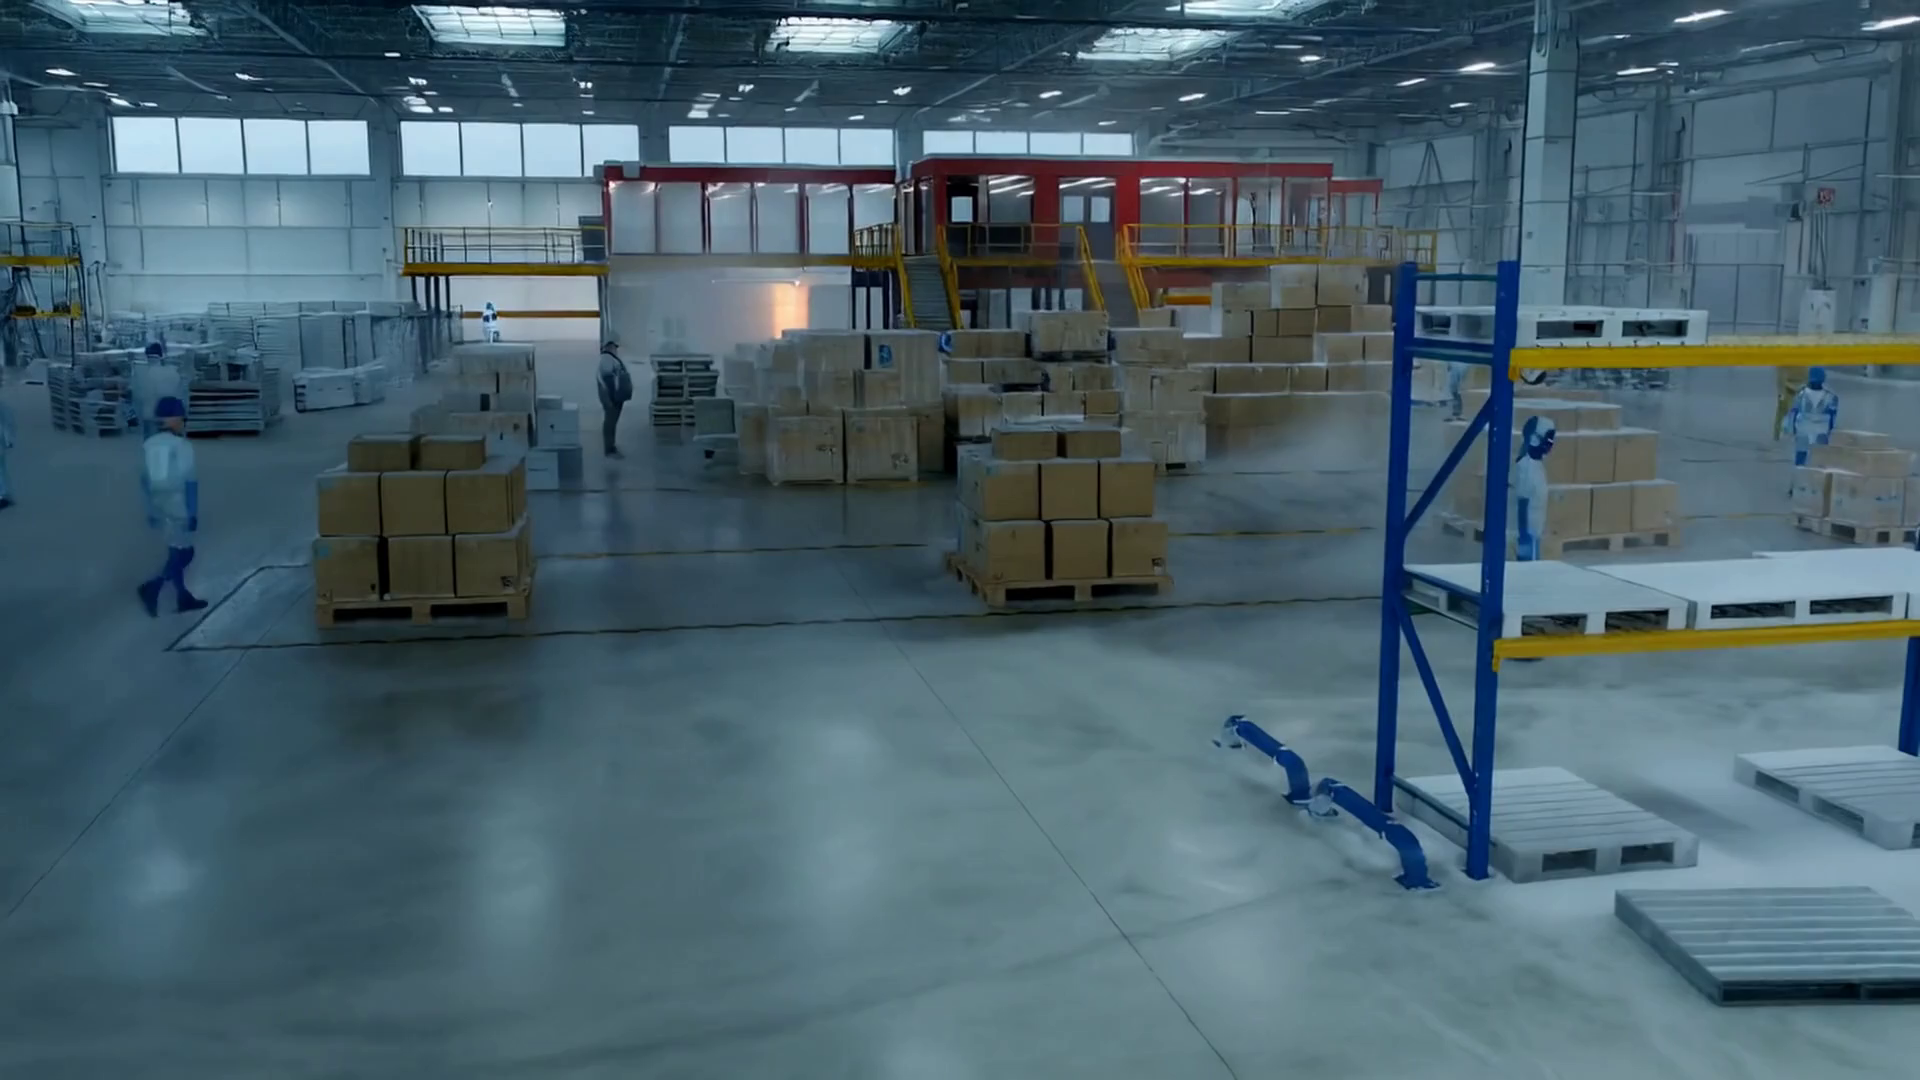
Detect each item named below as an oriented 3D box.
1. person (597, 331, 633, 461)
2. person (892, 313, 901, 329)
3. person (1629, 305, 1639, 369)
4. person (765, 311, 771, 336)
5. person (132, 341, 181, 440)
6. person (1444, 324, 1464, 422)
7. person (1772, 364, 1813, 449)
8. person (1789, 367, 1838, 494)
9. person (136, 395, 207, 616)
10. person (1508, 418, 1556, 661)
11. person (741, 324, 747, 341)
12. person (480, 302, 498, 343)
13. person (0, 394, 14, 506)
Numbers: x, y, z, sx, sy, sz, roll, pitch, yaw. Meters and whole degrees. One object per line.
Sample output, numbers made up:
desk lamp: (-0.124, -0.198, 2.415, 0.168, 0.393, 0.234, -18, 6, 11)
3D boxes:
person: (-5.379, -2.262, 25.963, 0.536, 2.000, 0.688, -2, 9, -10)
person: (-1.515, -4.359, 39.122, 0.571, 1.913, 0.780, 9, 13, 44)
person: (19.771, -5.995, 49.169, 0.594, 1.899, 0.898, -3, 10, -18)
person: (-6.965, -7.583, 59.027, 0.956, 1.820, 0.535, 4, 10, 23)
person: (-10.975, -1.717, 22.780, 0.611, 1.996, 0.387, -7, 11, -35)
person: (9.610, -3.250, 32.366, 0.387, 1.927, 0.645, 3, 10, 20)
person: (13.829, -2.400, 27.548, 0.647, 1.791, 0.951, -2, 9, -11)
person: (11.253, -1.432, 21.947, 0.540, 1.695, 0.317, 6, 11, 34)
person: (-6.815, -0.276, 14.268, 0.549, 1.920, 0.720, 4, 10, 21)
person: (4.383, -0.015, 12.803, 0.310, 1.864, 0.534, 4, 10, 26)
person: (-7.270, -6.904, 55.578, 0.874, 1.582, 0.521, 2, 10, 12)
person: (-15.377, -6.837, 54.375, 0.585, 1.874, 0.382, -7, 12, -37)
person: (-12.205, -1.288, 20.865, 0.525, 1.769, 0.314, -3, 10, -20)
